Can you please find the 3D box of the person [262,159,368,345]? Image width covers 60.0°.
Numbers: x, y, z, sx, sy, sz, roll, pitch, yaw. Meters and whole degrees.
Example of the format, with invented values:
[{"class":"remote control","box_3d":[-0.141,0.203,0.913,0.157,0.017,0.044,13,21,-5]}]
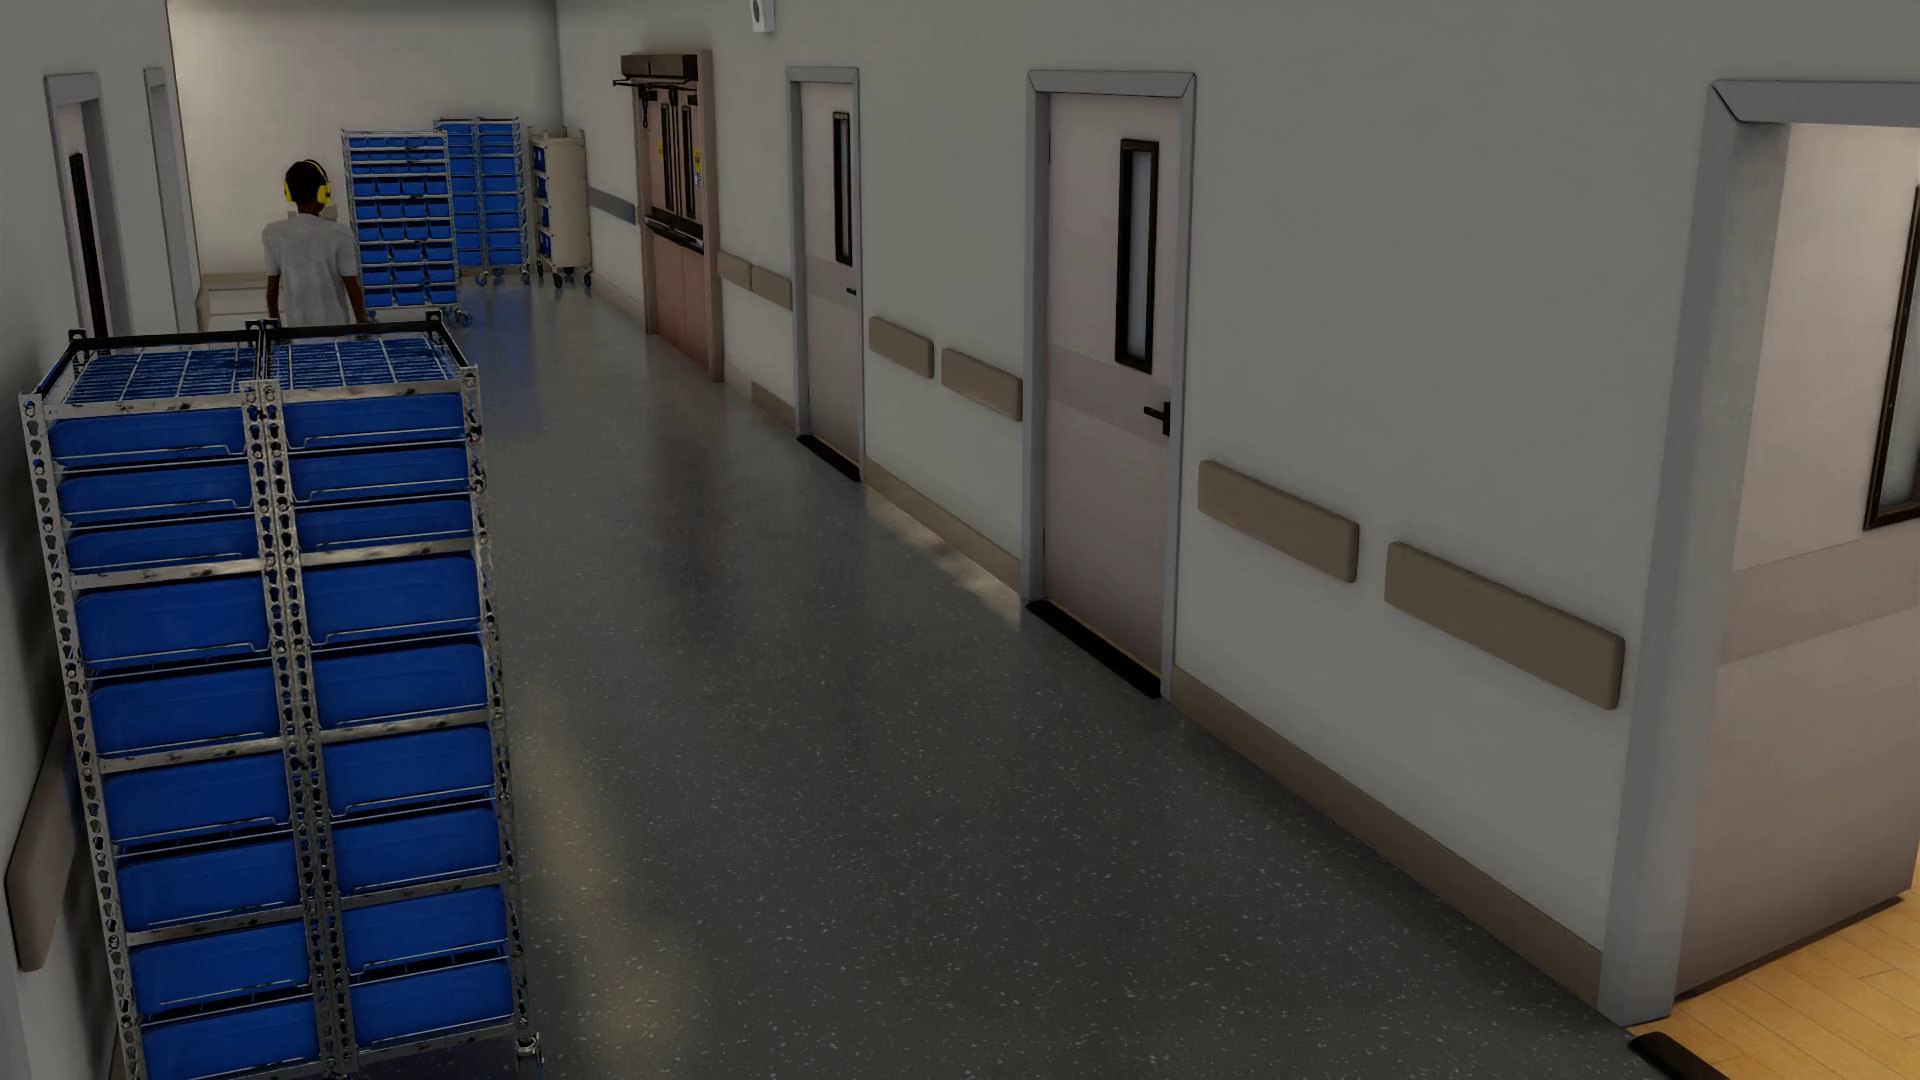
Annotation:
[{"class":"person","box_3d":[-3.423,-1.083,8.920,0.533,1.865,0.310,1,16,2]}]
